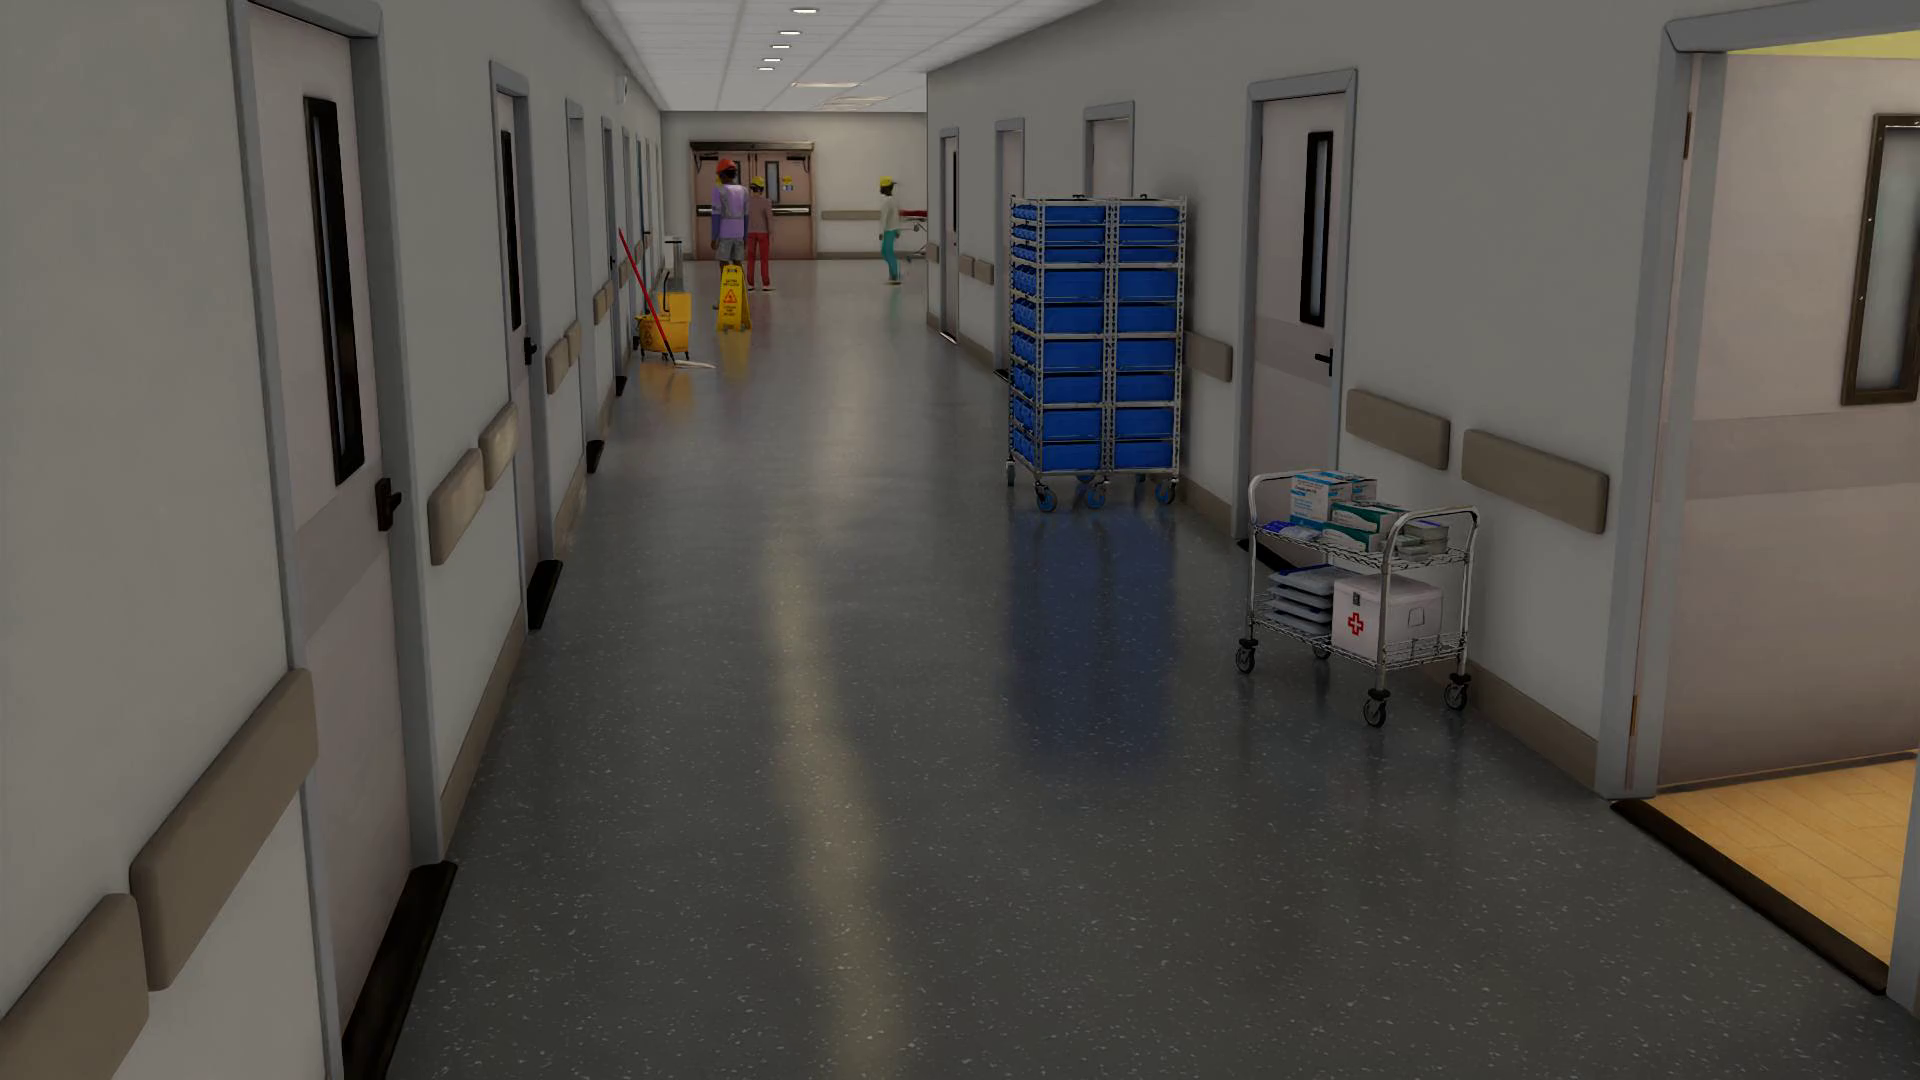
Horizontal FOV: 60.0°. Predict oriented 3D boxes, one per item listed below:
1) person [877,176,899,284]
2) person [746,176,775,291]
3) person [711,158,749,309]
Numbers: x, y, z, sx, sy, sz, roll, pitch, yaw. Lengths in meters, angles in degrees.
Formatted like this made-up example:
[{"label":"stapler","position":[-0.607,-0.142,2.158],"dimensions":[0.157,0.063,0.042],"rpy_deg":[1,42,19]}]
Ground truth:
[{"label":"person","position":[-1.184,-5.076,27.301],"dimensions":[0.426,1.751,0.537],"rpy_deg":[4,13,17]},{"label":"person","position":[-3.149,-4.780,25.993],"dimensions":[0.533,1.768,0.311],"rpy_deg":[4,13,17]},{"label":"person","position":[-3.144,-4.148,22.605],"dimensions":[0.410,2.032,0.609],"rpy_deg":[12,17,42]}]
